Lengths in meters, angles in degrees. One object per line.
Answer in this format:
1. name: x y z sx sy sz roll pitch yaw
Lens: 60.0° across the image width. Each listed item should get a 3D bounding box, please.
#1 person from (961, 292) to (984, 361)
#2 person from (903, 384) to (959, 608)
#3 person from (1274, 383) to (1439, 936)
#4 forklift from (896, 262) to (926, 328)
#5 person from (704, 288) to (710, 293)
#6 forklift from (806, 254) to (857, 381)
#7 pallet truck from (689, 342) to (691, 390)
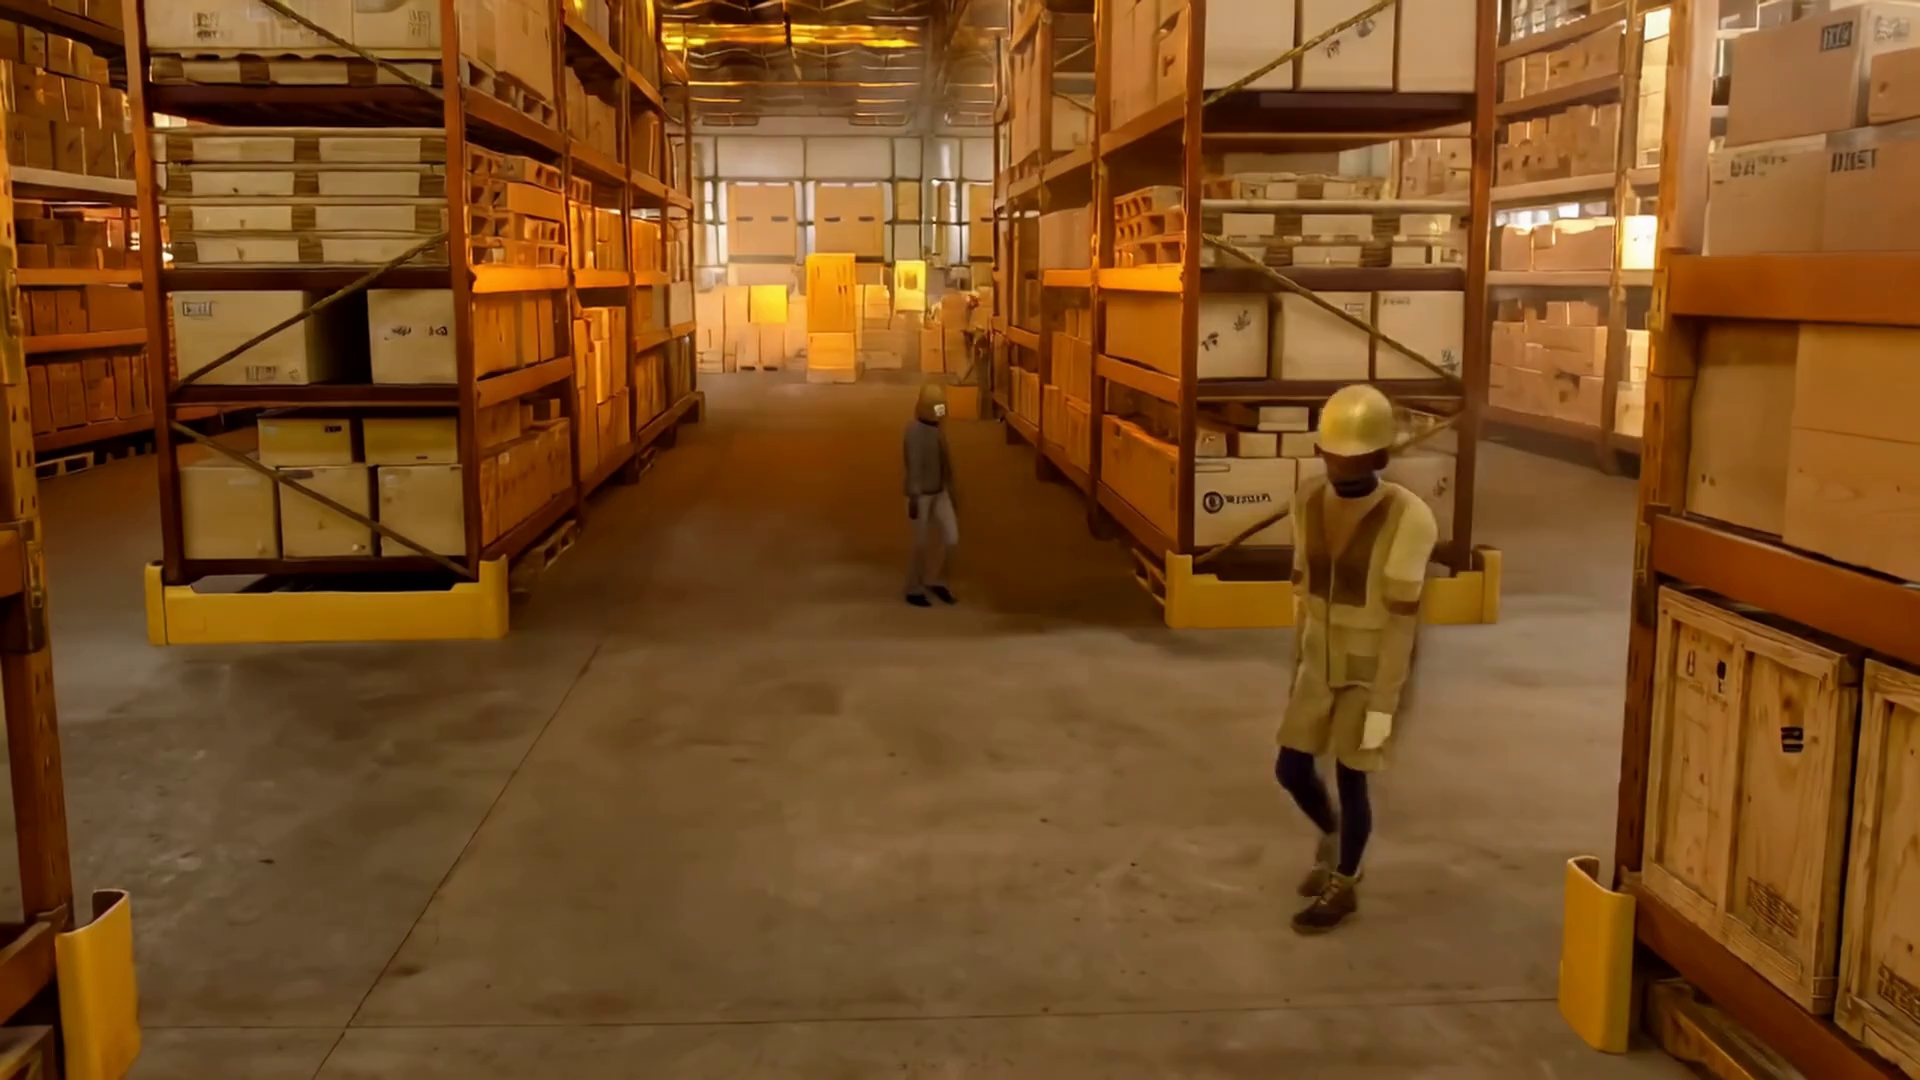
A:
1. person: 0.310 -4.603 37.585 0.687 1.964 0.607 3 9 16
2. person: -0.233 -0.303 11.722 0.460 1.601 0.519 8 12 42
3. person: 1.351 0.447 5.746 0.547 1.999 0.628 -8 12 -42
4. forklift: -1.780 -8.547 59.499 1.129 2.768 1.873 -1 9 -4
5. person: -9.706 -8.784 64.110 0.353 1.883 0.572 0 9 2
6. forklift: -2.870 -4.978 37.089 1.129 2.768 1.873 -1 9 -4
7. pallet truck: -5.225 -3.008 27.480 1.885 1.965 0.823 2 9 14
